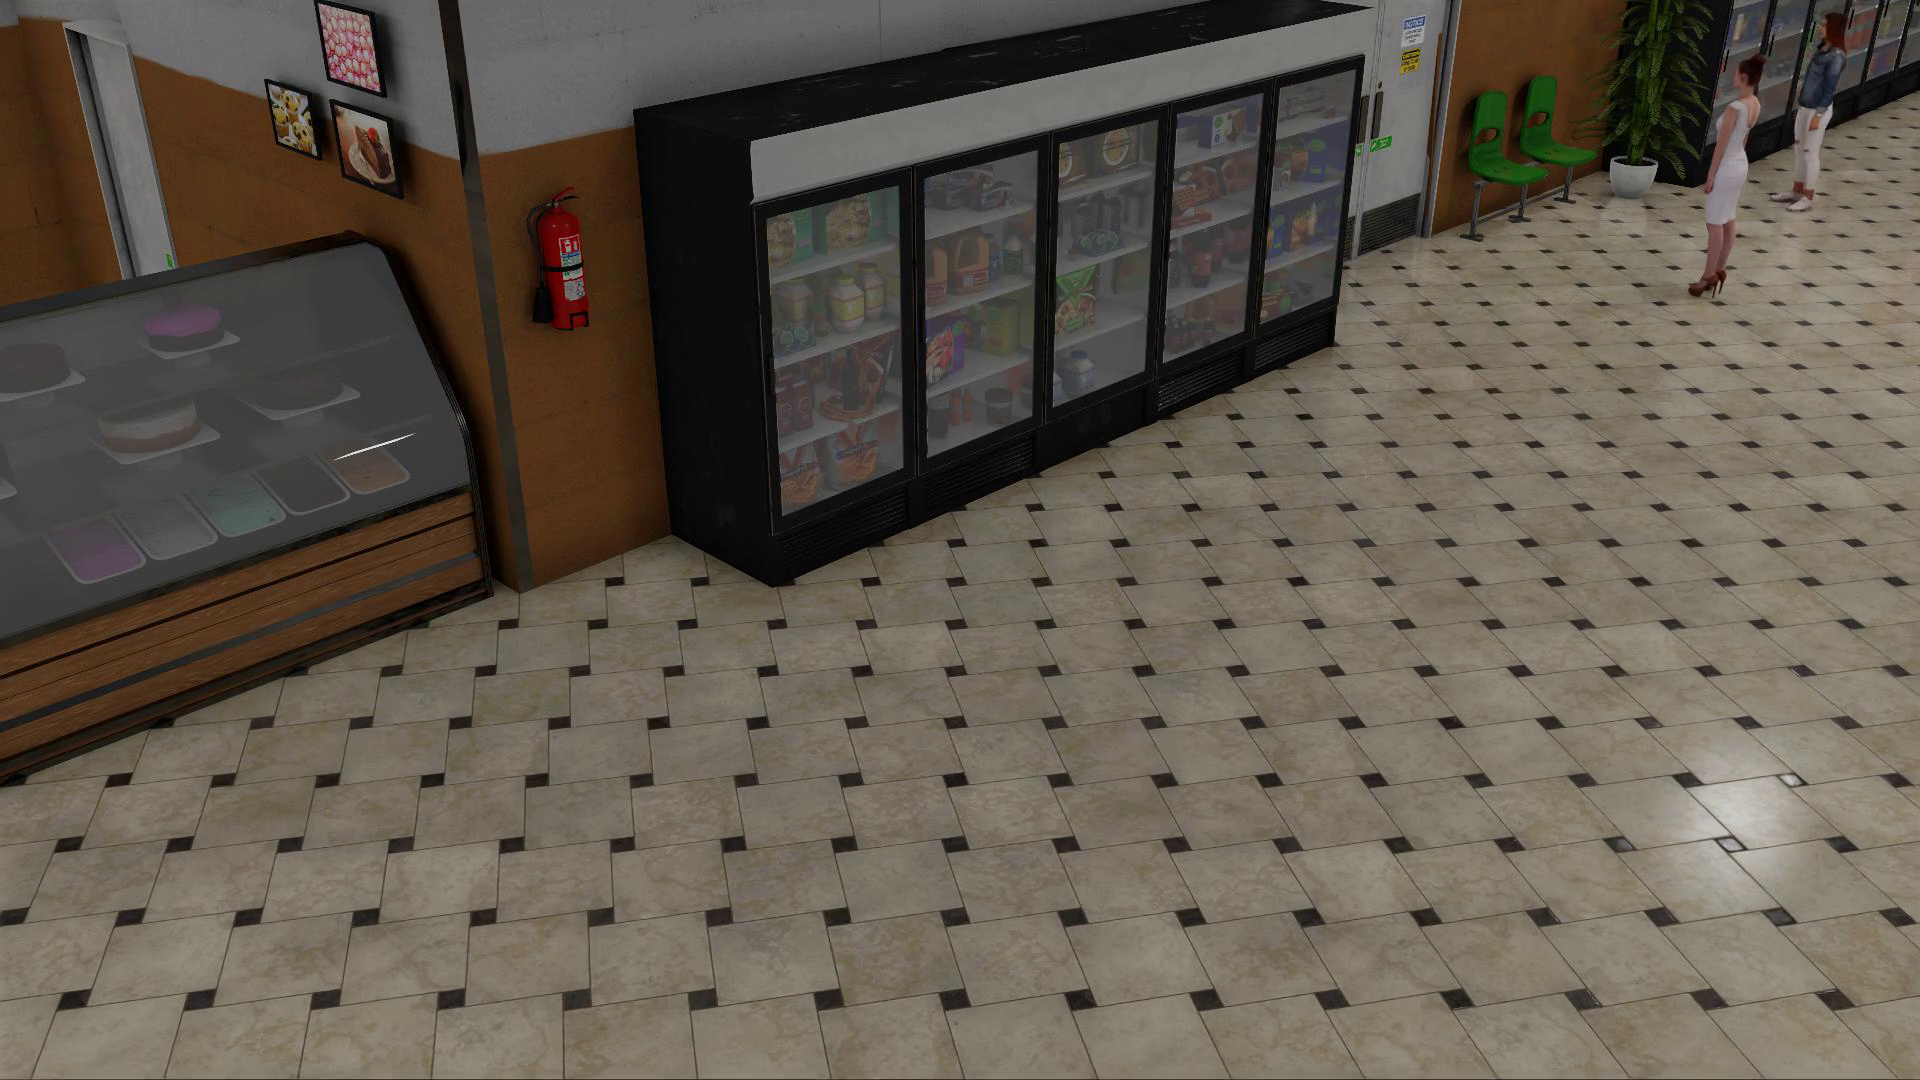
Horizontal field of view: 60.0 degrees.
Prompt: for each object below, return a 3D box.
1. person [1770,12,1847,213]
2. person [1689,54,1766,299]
[{"bbox_3d":[7.485,-3.752,14.551,0.726,1.696,0.683,4,27,8],"label":"person"},{"bbox_3d":[5.711,-2.690,12.349,0.565,1.794,0.490,-21,34,-36],"label":"person"}]
